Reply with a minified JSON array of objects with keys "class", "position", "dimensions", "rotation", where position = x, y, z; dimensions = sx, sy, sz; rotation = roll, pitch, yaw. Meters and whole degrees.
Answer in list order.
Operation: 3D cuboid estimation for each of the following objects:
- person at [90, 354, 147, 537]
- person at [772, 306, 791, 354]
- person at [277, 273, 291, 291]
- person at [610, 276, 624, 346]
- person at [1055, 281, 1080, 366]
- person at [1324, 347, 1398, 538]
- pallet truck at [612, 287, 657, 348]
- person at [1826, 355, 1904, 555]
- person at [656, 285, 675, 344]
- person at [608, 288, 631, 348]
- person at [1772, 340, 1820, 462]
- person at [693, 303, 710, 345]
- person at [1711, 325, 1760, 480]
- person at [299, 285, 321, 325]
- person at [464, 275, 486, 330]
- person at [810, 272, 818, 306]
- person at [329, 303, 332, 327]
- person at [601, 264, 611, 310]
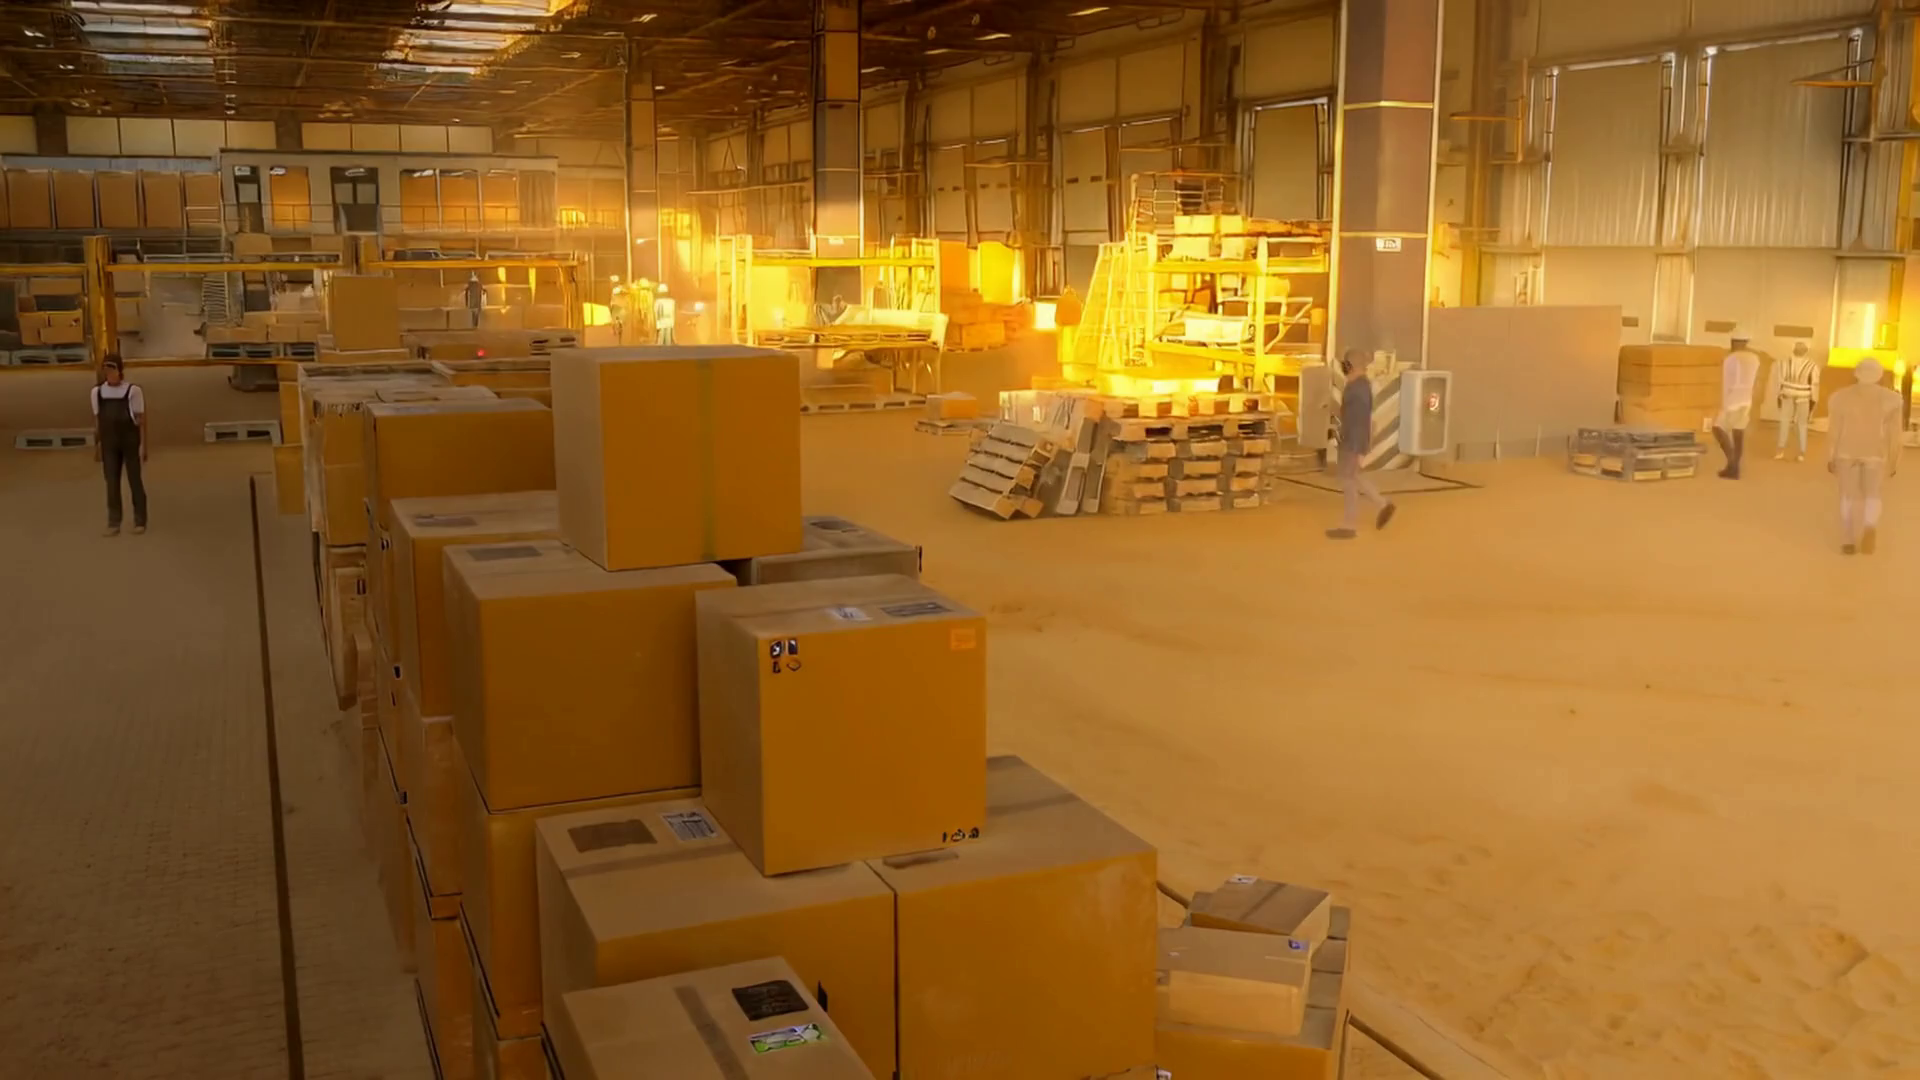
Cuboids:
[{"class":"person","position":[-8.470,-0.946,16.754],"dimensions":[0.513,1.845,0.335],"rotation":[-1,10,-6]},{"class":"person","position":[-3.517,-3.797,32.959],"dimensions":[0.395,1.670,0.549],"rotation":[-5,11,-26]},{"class":"person","position":[-22.786,-8.057,55.999],"dimensions":[0.693,1.827,0.636],"rotation":[-7,12,-34]},{"class":"person","position":[-9.503,-6.352,46.265],"dimensions":[0.388,1.948,0.605],"rotation":[-3,11,-17]},{"class":"person","position":[2.548,-5.097,39.238],"dimensions":[0.623,1.990,0.399],"rotation":[-3,11,-14]},{"class":"person","position":[4.031,-0.962,16.611],"dimensions":[0.624,1.926,0.629],"rotation":[2,10,9]},{"class":"pallet truck","position":[-6.464,-4.406,35.401],"dimensions":[0.823,1.965,1.885],"rotation":[6,12,32]},{"class":"person","position":[8.470,-0.775,15.623],"dimensions":[0.631,1.919,0.577],"rotation":[5,11,24]},{"class":"person","position":[-6.954,-5.054,39.211],"dimensions":[0.405,1.918,0.587],"rotation":[7,13,35]},{"class":"person","position":[-8.976,-5.768,43.746],"dimensions":[0.929,1.684,0.496],"rotation":[10,14,44]},{"class":"person","position":[11.298,-1.881,22.466],"dimensions":[0.513,1.642,0.313],"rotation":[10,14,43]},{"class":"person","position":[-5.006,-3.798,32.740],"dimensions":[0.693,1.741,0.530],"rotation":[-6,12,-31]},{"class":"person","position":[9.664,-1.711,20.751],"dimensions":[0.553,1.919,0.403],"rotation":[-3,11,-17]},{"class":"person","position":[-16.482,-5.553,42.200],"dimensions":[0.609,1.823,0.637],"rotation":[5,11,26]},{"class":"person","position":[-15.040,-7.277,51.588],"dimensions":[0.642,1.888,1.013],"rotation":[-1,10,-3]},{"class":"person","position":[-4.693,-7.902,54.875],"dimensions":[0.572,1.921,0.469],"rotation":[3,11,17]},{"class":"person","position":[-14.521,-5.026,39.161],"dimensions":[0.603,1.882,0.980],"rotation":[-1,10,-6]},{"class":"person","position":[-14.296,-10.123,66.916],"dimensions":[0.378,1.996,0.611],"rotation":[6,12,31]}]
